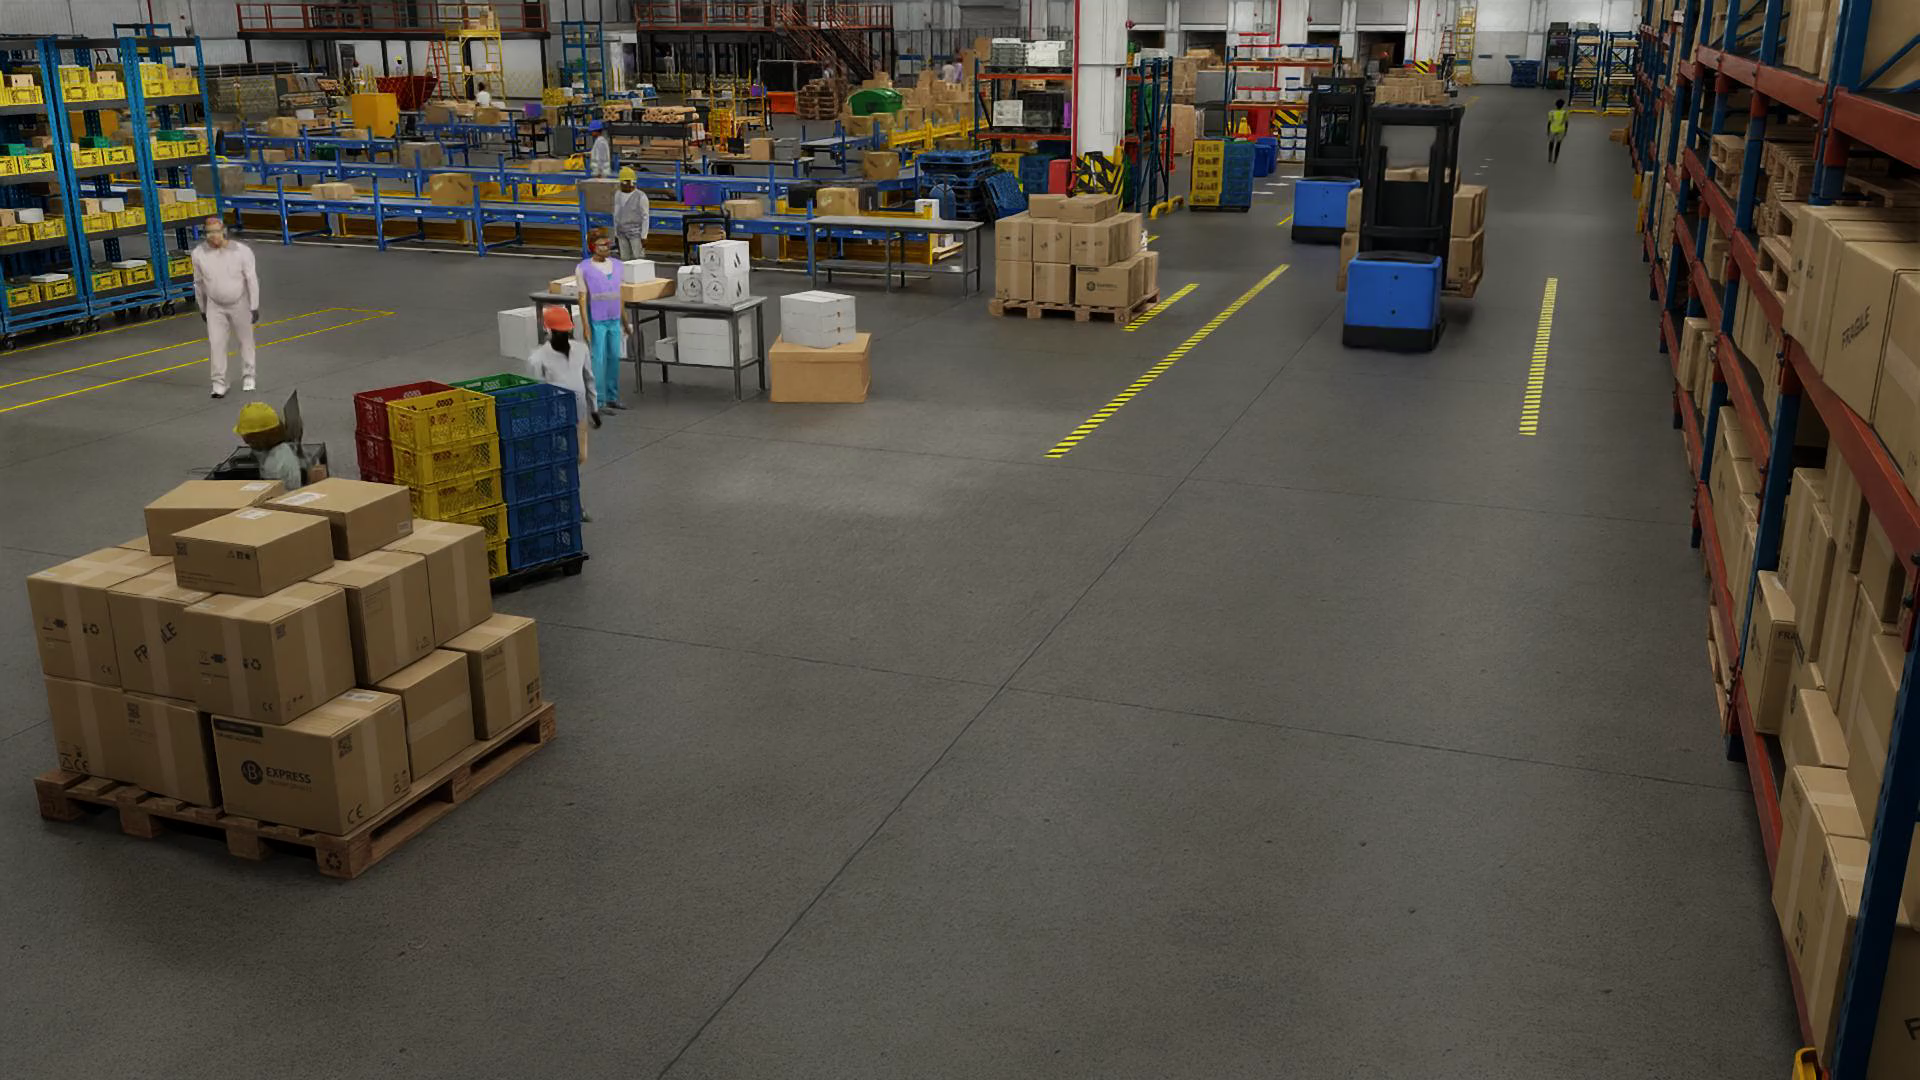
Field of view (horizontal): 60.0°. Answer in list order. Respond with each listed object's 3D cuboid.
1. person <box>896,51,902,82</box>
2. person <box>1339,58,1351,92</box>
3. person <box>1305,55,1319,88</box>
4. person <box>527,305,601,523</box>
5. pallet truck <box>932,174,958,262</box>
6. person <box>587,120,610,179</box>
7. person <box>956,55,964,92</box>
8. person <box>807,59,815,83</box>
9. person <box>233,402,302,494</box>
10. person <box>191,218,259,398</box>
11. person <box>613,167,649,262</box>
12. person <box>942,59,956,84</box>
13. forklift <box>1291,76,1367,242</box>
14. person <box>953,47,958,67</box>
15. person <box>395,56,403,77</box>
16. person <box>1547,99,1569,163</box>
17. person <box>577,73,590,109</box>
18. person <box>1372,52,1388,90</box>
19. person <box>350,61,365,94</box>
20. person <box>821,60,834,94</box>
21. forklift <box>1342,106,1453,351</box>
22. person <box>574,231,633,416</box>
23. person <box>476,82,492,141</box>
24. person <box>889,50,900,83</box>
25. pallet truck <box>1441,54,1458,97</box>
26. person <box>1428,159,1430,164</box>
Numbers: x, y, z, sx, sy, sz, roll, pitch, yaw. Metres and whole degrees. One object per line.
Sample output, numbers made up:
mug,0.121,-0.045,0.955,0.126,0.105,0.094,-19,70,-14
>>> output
person,-3.691,-26.967,94.765,0.865,1.733,0.534,-7,19,-21
person,18.158,-21.795,78.355,0.896,1.831,0.539,0,18,1
person,17.986,-23.758,84.574,0.952,1.803,0.644,16,24,41
person,-3.190,-1.038,13.286,0.723,1.726,0.566,14,22,37
pallet truck,-0.507,-5.292,27.348,0.653,1.274,1.630,6,19,19
person,-6.877,-7.005,31.709,0.427,1.938,0.615,-6,18,-17
person,0.064,-20.926,75.289,0.579,2.025,0.653,-2,18,-6
person,-6.363,-19.725,71.671,0.370,1.936,0.553,4,18,13
person,-4.001,-0.046,10.224,0.699,1.698,0.565,-5,18,-16
person,-7.671,-2.424,17.423,0.657,1.863,0.932,-5,18,-14
person,-4.638,-4.308,23.391,0.590,1.833,0.404,9,20,27
person,-0.444,-20.059,72.807,0.640,1.881,1.035,6,19,17
forklift,6.598,-6.755,29.381,1.129,2.768,1.873,6,19,19
person,-0.152,-26.355,92.402,0.611,1.996,0.387,10,20,30
person,-25.619,-21.139,76.119,0.356,1.930,0.589,-7,19,-20
person,15.983,-10.938,44.465,0.546,1.671,0.569,6,19,20
person,-14.395,-16.923,63.212,0.900,1.724,0.532,11,20,30
person,21.182,-23.453,83.391,1.057,1.937,0.641,16,24,41
person,-25.656,-19.445,70.871,0.587,1.882,0.342,-5,18,-15
person,-5.439,-18.706,68.293,1.036,2.000,0.684,13,22,35
forklift,5.378,-3.832,20.196,1.129,2.768,1.873,6,19,19
person,-3.558,-2.173,16.720,0.449,1.843,0.611,13,22,35
person,-14.571,-13.046,50.810,0.400,1.855,0.561,12,21,32
person,-3.733,-26.749,93.933,0.607,1.826,0.632,-1,18,-3
pallet truck,22.765,-21.886,78.355,0.823,1.965,1.885,-4,18,-14
person,7.865,-5.471,27.344,0.605,1.670,0.339,0,18,0
